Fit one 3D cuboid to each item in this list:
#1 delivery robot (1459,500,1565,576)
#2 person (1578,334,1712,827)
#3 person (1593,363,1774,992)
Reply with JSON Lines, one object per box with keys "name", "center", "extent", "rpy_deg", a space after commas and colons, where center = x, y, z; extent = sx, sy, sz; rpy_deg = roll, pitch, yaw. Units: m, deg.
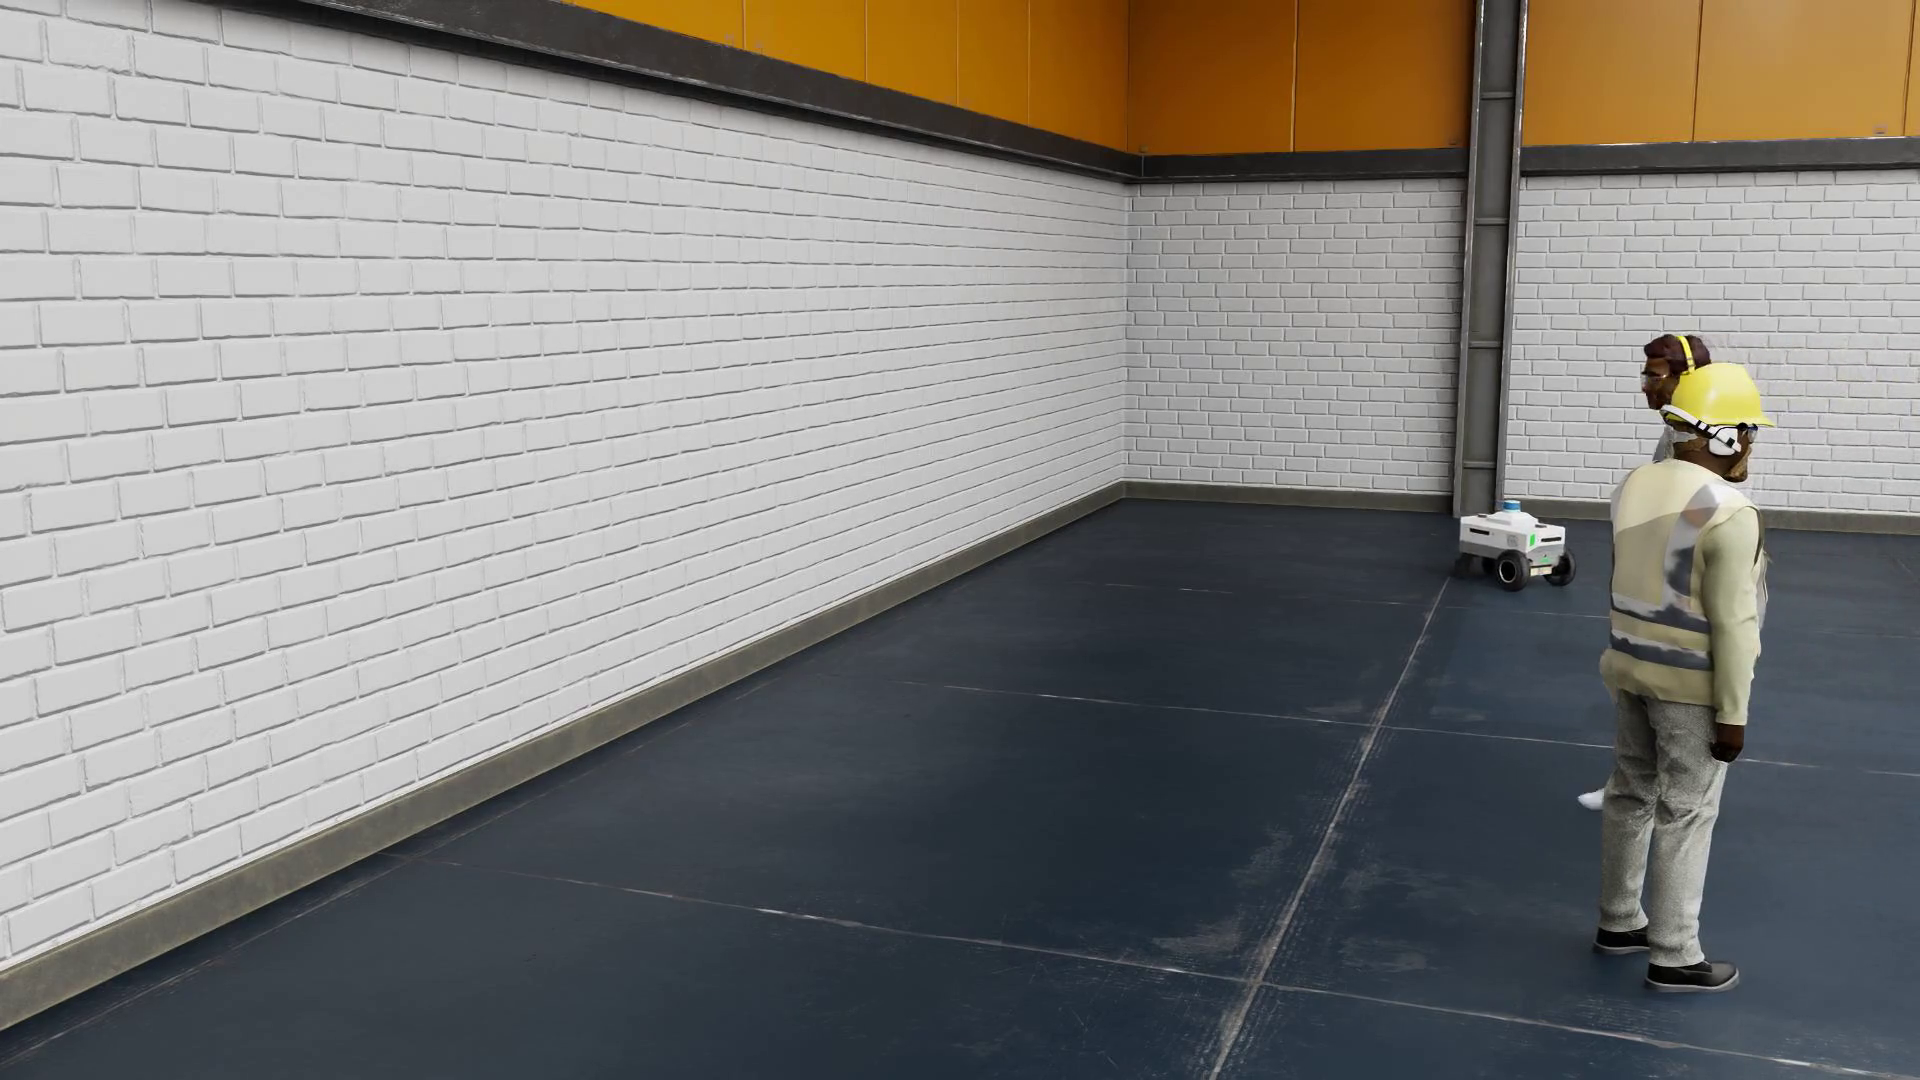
{"name": "delivery robot", "center": [3.694, -0.022, 11.152], "extent": [0.477, 0.478, 0.707], "rpy_deg": [-4, 10, -27]}
{"name": "person", "center": [2.543, 0.169, 6.165], "extent": [0.535, 1.854, 0.571], "rpy_deg": [2, 9, 11]}
{"name": "person", "center": [2.110, 0.400, 4.843], "extent": [0.403, 1.825, 0.591], "rpy_deg": [-2, 9, -11]}
